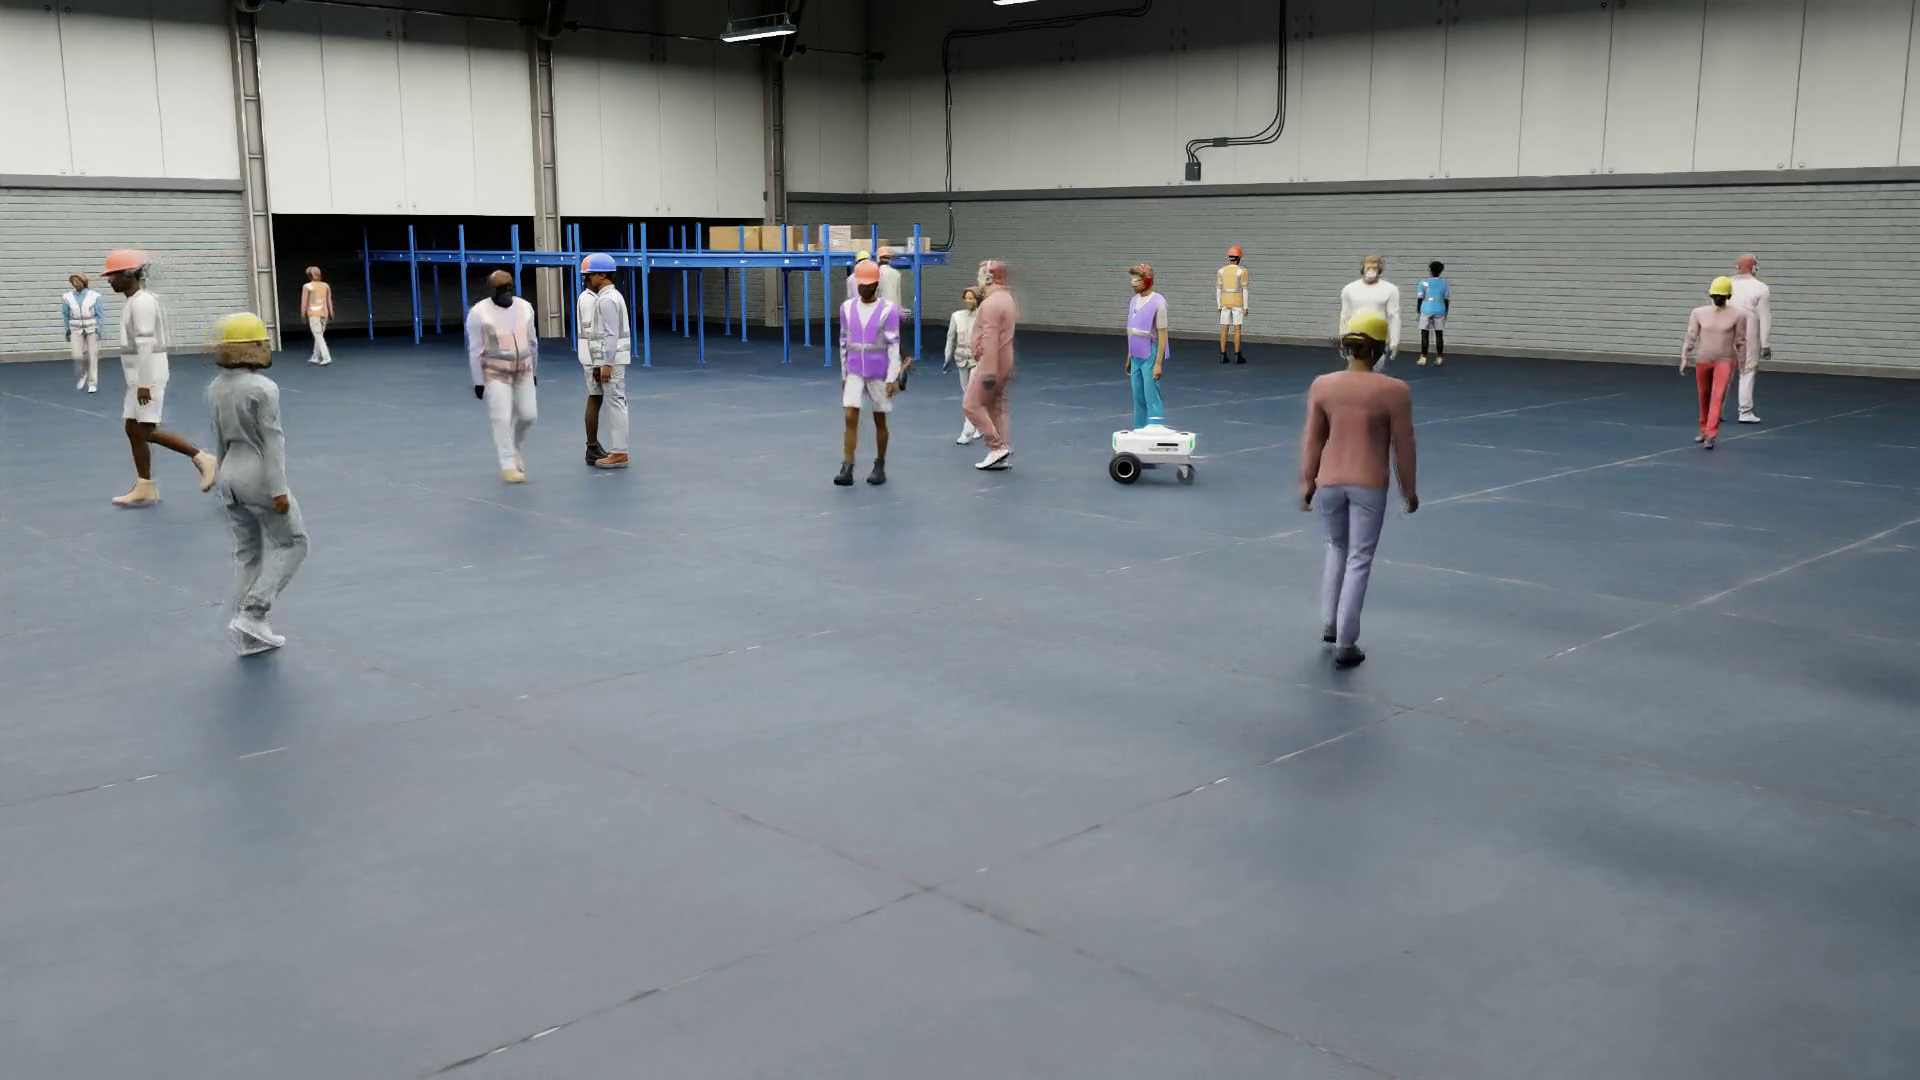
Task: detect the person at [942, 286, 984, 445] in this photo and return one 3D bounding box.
[{"bbox_3d":[0.145,-1.813,17.123,0.524,1.599,0.854,6,12,28],"label":"person"}]

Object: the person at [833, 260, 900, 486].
[{"bbox_3d":[-0.801,-1.380,13.931,0.562,1.893,0.907,3,11,16],"label":"person"}]

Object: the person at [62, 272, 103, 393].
[{"bbox_3d":[-11.804,-2.796,22.418,0.512,1.622,0.376,-3,11,-15],"label":"person"}]

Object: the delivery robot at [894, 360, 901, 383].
[{"bbox_3d":[-1.045,-2.337,22.687,0.477,0.478,0.707,2,11,12],"label":"delivery robot"}]

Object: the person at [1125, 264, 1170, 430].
[{"bbox_3d":[1.789,-1.712,15.915,0.393,1.837,0.563,-5,11,-24],"label":"person"}]

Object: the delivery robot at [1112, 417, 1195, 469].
[{"bbox_3d":[1.684,-0.821,14.420,0.707,0.478,0.477,2,11,9],"label":"delivery robot"}]

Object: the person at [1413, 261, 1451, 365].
[{"bbox_3d":[7.733,-3.697,27.184,0.561,1.684,0.337,0,10,0],"label":"person"}]

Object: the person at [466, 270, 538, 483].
[{"bbox_3d":[-3.926,-1.410,14.327,0.653,1.823,0.511,-9,14,-41],"label":"person"}]

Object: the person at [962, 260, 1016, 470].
[{"bbox_3d":[0.259,-1.556,14.934,0.451,1.884,0.671,2,11,13],"label":"person"}]

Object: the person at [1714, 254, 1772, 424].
[{"bbox_3d":[8.845,-2.274,18.814,0.409,1.911,0.665,-6,12,-32],"label":"person"}]

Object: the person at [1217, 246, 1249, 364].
[{"bbox_3d":[4.545,-3.914,27.652,0.552,1.936,0.360,6,12,32],"label":"person"}]

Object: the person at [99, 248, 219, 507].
[{"bbox_3d":[-6.313,-1.275,13.058,0.722,2.014,0.627,-7,13,-35],"label":"person"}]

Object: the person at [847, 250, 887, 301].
[{"bbox_3d":[-1.366,-3.322,24.567,0.669,1.883,0.608,3,11,17],"label":"person"}]

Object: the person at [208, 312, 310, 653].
[{"bbox_3d":[-3.547,-0.282,8.414,0.501,1.726,0.355,6,12,29],"label":"person"}]

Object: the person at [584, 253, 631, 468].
[{"bbox_3d":[-3.218,-1.648,15.263,0.402,1.949,0.605,-1,10,-7],"label":"person"}]

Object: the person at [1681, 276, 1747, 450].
[{"bbox_3d":[7.594,-1.795,16.741,0.546,1.711,0.942,7,12,33],"label":"person"}]

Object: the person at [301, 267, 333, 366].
[{"bbox_3d":[-10.537,-3.670,27.247,0.778,1.603,0.533,6,12,30],"label":"person"}]

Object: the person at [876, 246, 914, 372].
[{"bbox_3d":[-1.105,-3.530,25.538,0.631,1.957,0.924,-10,15,-44],"label":"person"}]

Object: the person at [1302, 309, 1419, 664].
[{"bbox_3d":[2.010,-0.271,8.324,0.540,1.748,0.647,8,13,37],"label":"person"}]

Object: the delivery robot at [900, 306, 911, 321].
[{"bbox_3d":[-1.472,-5.304,38.866,0.477,0.478,0.707,-10,14,-44],"label":"delivery robot"}]

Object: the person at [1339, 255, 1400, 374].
[{"bbox_3d":[4.498,-2.177,18.312,0.645,1.922,0.732,3,11,17],"label":"person"}]

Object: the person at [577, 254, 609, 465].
[{"bbox_3d":[-3.369,-1.681,15.475,0.356,1.937,0.552,-2,11,-12],"label":"person"}]
